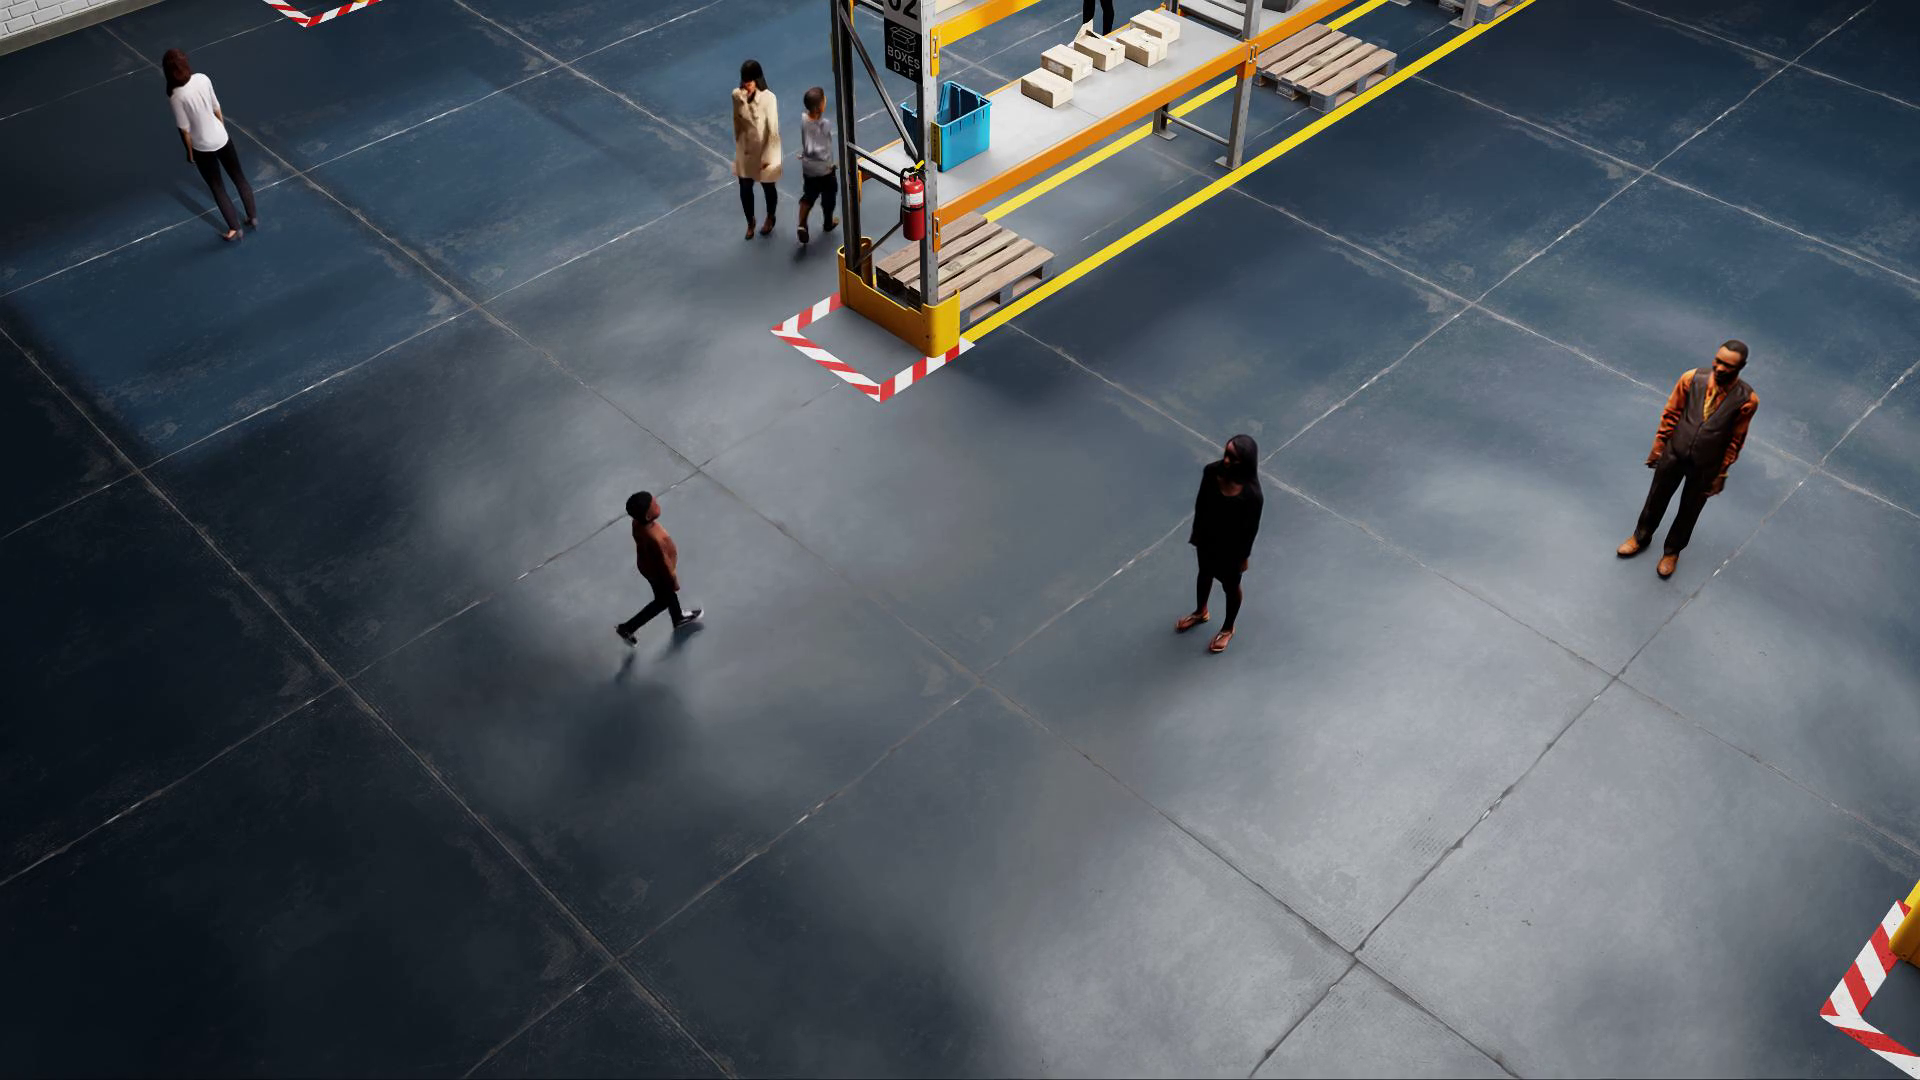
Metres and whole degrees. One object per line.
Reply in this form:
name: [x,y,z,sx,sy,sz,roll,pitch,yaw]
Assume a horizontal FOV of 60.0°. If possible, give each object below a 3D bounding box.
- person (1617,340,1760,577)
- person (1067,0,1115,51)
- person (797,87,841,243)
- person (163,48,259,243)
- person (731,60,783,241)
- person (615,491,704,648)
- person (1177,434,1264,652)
person: [4.958,-0.569,11.232,0.712,1.908,0.618,30,51,28]
person: [1.405,-5.828,16.737,0.700,1.929,0.610,28,50,26]
person: [-1.260,-3.273,14.408,0.771,1.442,0.948,17,46,17]
person: [-6.417,-3.377,14.263,0.714,1.793,0.541,22,48,22]
person: [-1.679,-3.396,14.375,0.765,1.666,0.795,20,47,20]
person: [-2.046,0.204,10.902,0.905,1.242,0.690,-20,47,-20]
person: [1.708,0.005,10.765,0.483,1.721,0.607,-35,53,-31]
